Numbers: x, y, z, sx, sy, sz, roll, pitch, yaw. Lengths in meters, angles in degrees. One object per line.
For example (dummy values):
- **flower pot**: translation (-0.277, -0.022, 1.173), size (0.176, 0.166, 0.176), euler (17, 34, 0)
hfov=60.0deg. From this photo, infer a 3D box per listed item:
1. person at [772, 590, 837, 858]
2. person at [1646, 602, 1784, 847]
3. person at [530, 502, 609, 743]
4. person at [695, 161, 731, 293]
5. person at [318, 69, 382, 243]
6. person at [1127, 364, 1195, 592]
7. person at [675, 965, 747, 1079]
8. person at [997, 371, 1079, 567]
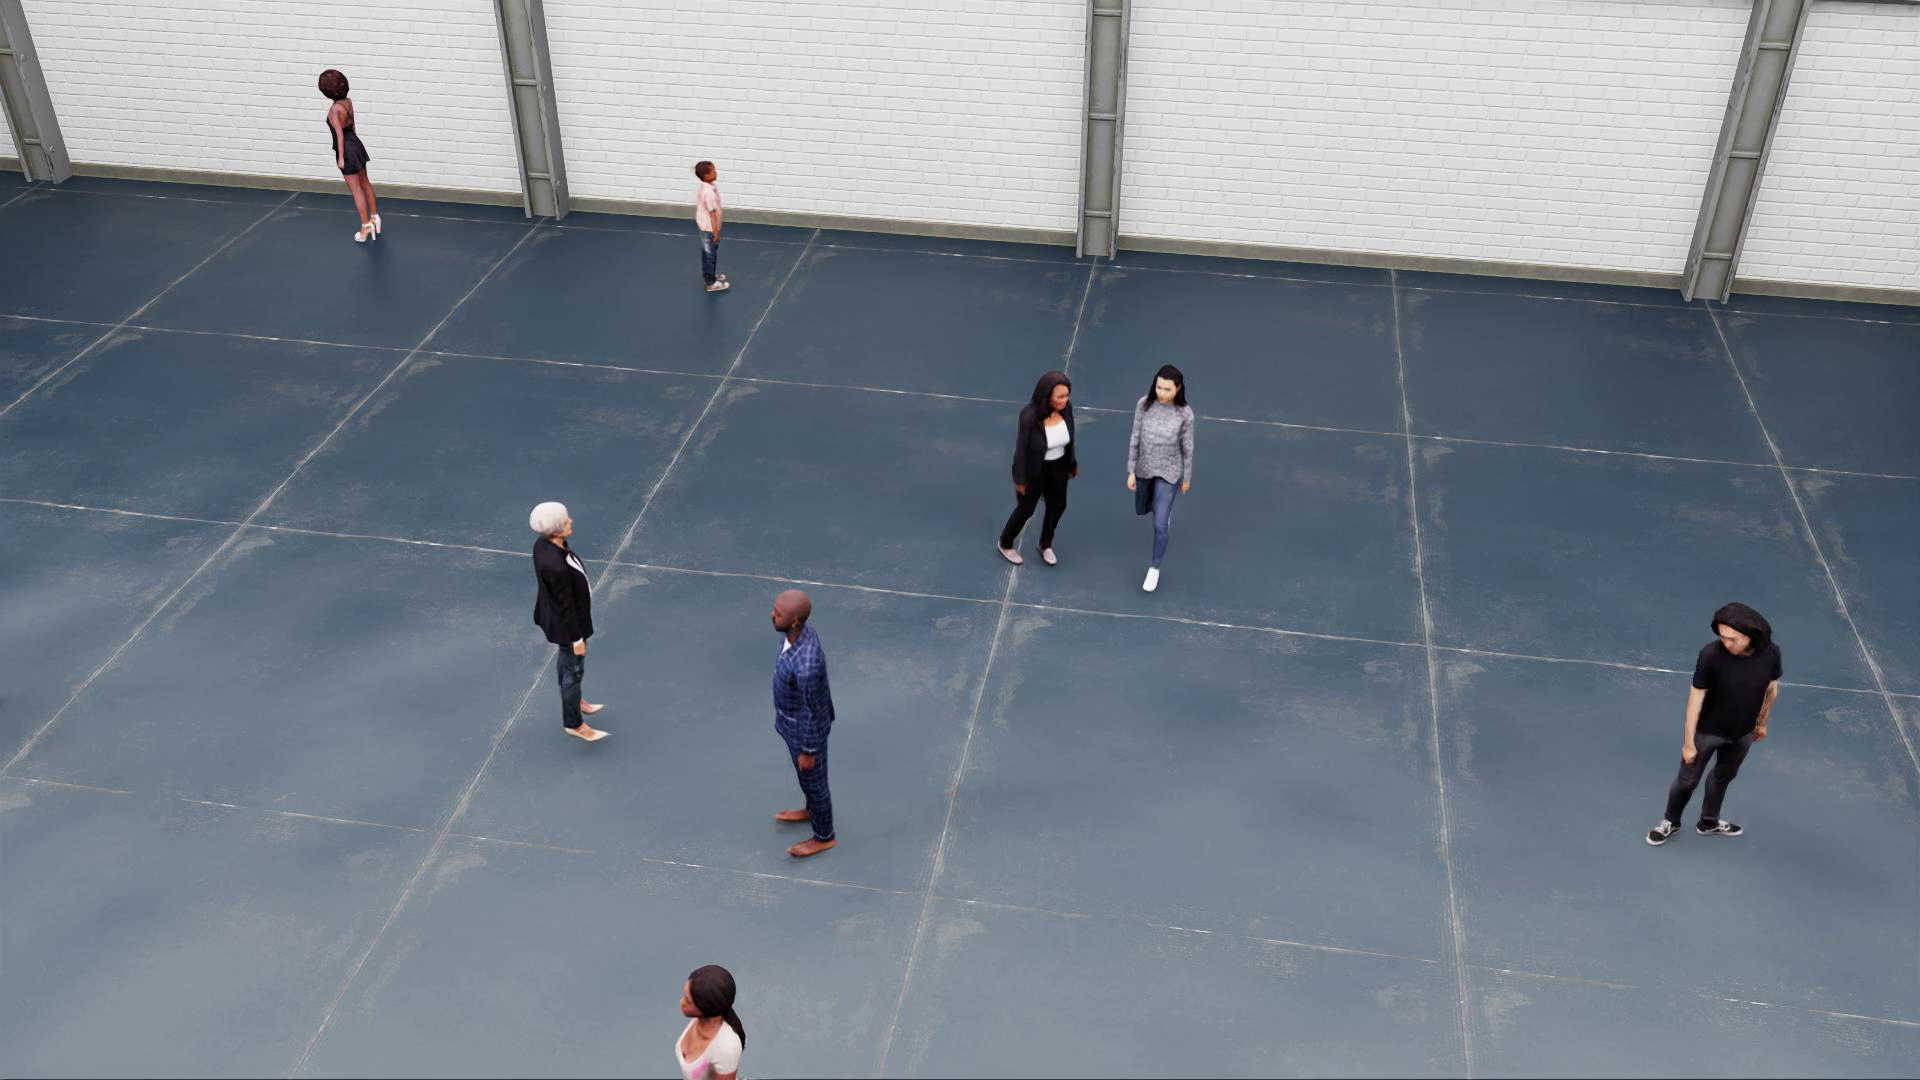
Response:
- **person**: translation (-0.895, 1.033, 9.571), size (0.742, 1.818, 0.750), euler (-9, 35, -13)
- **person**: translation (4.443, 1.049, 9.576), size (0.617, 1.785, 0.900), euler (-9, 35, -14)
- **person**: translation (-2.432, 0.467, 10.322), size (0.739, 1.781, 0.817), euler (-9, 35, -13)
- **person**: translation (-2.462, -3.070, 16.206), size (0.602, 1.306, 0.568), euler (-12, 36, -18)
- **person**: translation (-6.265, -3.957, 17.105), size (0.536, 1.788, 0.565), euler (4, 34, 6)
- **person**: translation (1.457, -0.531, 12.025), size (1.030, 1.707, 0.848), euler (15, 36, 21)
- **person**: translation (-0.980, 2.531, 7.402), size (1.041, 1.724, 0.898), euler (-13, 36, -18)
- **person**: translation (0.580, -0.542, 12.157), size (0.842, 1.579, 0.898), euler (-18, 37, -24)
